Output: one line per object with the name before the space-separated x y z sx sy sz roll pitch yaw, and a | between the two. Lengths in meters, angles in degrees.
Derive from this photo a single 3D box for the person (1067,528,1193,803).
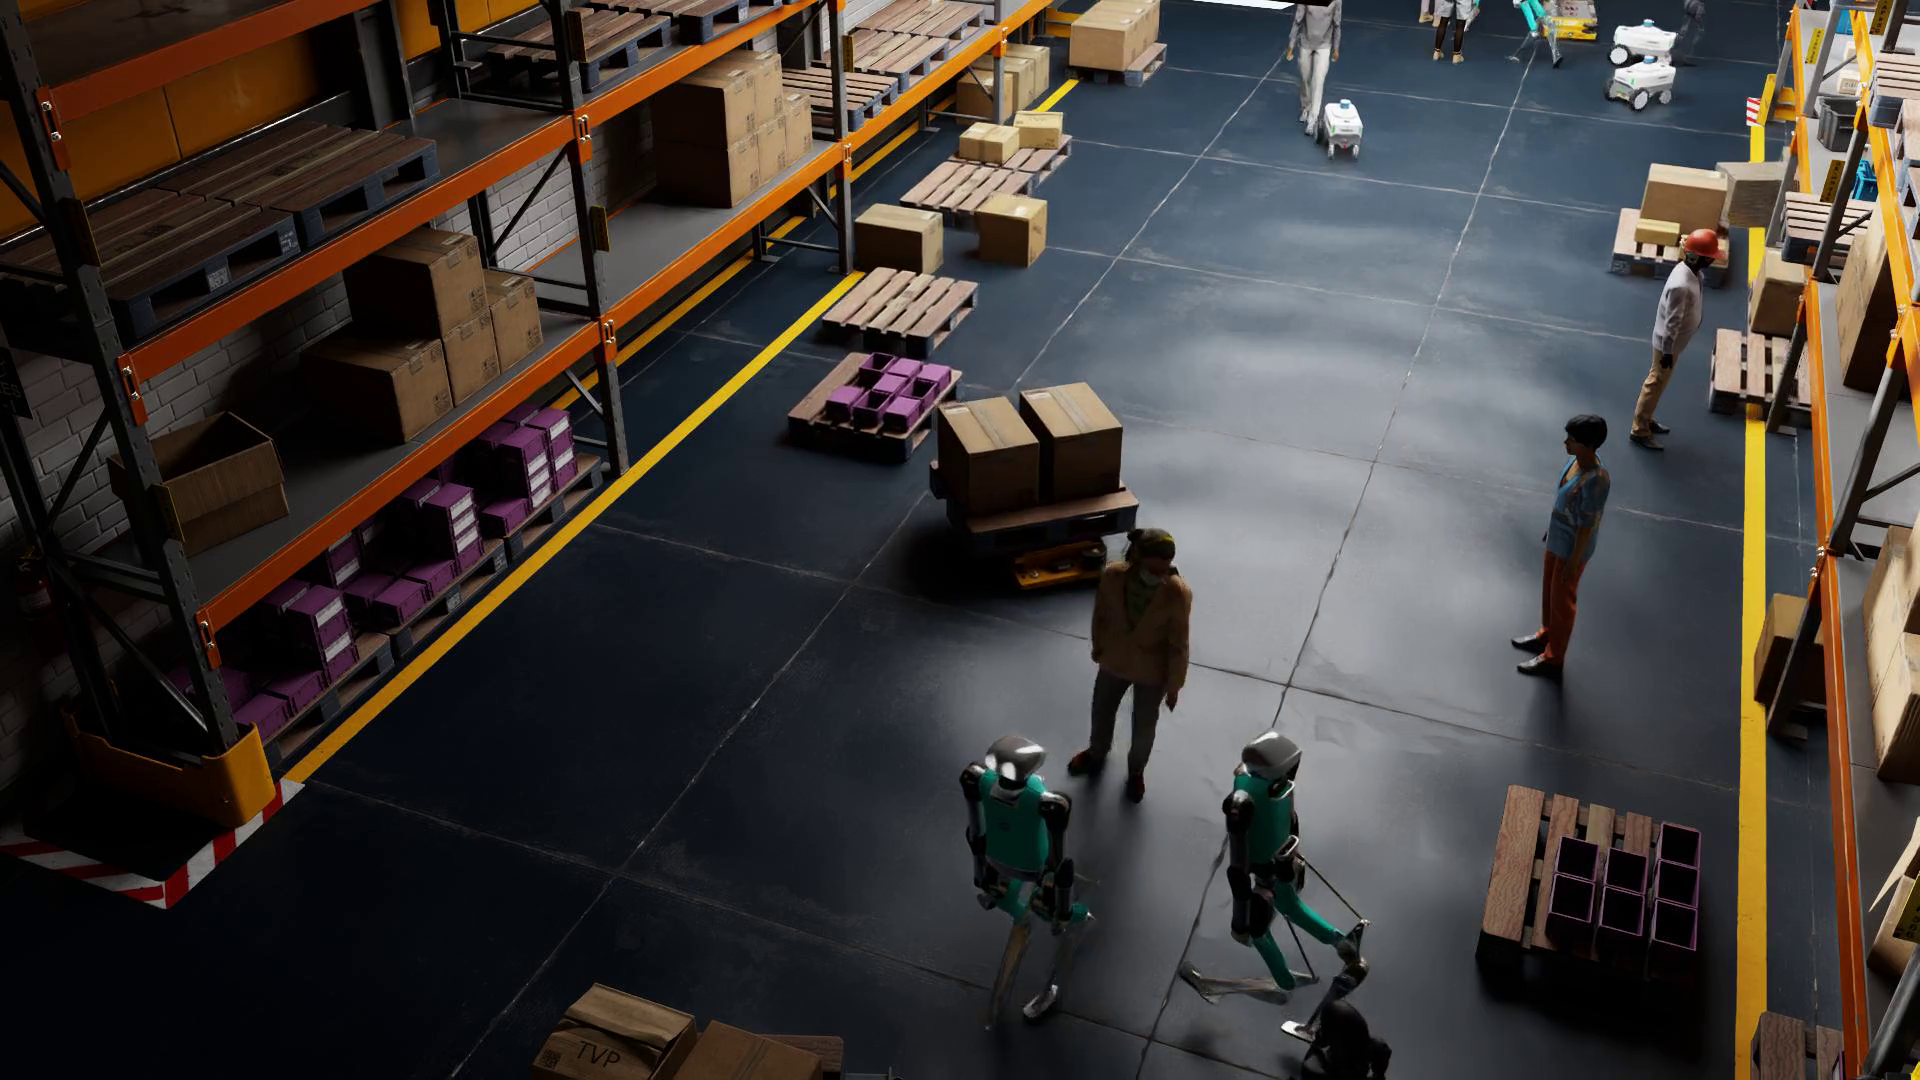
person | 0.960 0.668 9.106 0.626 1.844 0.445 15 36 22

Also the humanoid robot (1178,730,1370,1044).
humanoid robot | 1.529 1.681 7.625 1.014 1.721 0.532 23 39 31

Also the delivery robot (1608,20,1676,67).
delivery robot | 8.630 -6.270 21.034 0.801 0.597 0.499 16 36 23

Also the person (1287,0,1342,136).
person | 3.981 -5.563 18.728 0.564 1.865 0.810 10 34 15

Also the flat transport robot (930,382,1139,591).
flat transport robot | 0.502 -0.136 11.802 0.659 0.231 1.431 -10 34 -15

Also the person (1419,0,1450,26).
person | 6.480 -7.823 22.307 0.314 1.777 0.482 -19 37 -27

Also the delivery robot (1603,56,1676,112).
delivery robot | 8.108 -5.441 19.735 0.766 0.580 0.499 -14 35 -21

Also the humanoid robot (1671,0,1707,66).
humanoid robot | 9.206 -6.772 20.788 0.422 1.644 0.613 5 33 8

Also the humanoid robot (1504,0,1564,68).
humanoid robot | 7.333 -6.780 20.768 0.904 1.809 0.551 28 42 36

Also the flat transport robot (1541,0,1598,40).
flat transport robot | 8.251 -7.081 22.550 0.659 0.231 1.431 8 34 12

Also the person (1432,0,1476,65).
person | 6.249 -6.841 20.865 0.532 1.693 0.320 23 40 32

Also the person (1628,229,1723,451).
person | 5.426 -1.535 12.599 0.341 1.748 0.572 16 36 24

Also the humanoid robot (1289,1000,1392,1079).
humanoid robot | 1.421 2.380 6.636 0.599 1.657 0.418 -16 36 -24

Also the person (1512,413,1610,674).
person | 3.704 0.022 10.188 0.339 1.759 0.499 2 33 3

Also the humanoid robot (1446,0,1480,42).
humanoid robot | 6.716 -7.406 21.697 0.819 1.777 0.563 -21 39 -29

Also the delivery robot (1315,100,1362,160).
delivery robot | 4.225 -4.570 18.386 0.499 0.578 0.764 2 33 3

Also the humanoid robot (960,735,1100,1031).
humanoid robot | 0.369 1.556 7.827 0.549 1.776 0.686 18 37 25
